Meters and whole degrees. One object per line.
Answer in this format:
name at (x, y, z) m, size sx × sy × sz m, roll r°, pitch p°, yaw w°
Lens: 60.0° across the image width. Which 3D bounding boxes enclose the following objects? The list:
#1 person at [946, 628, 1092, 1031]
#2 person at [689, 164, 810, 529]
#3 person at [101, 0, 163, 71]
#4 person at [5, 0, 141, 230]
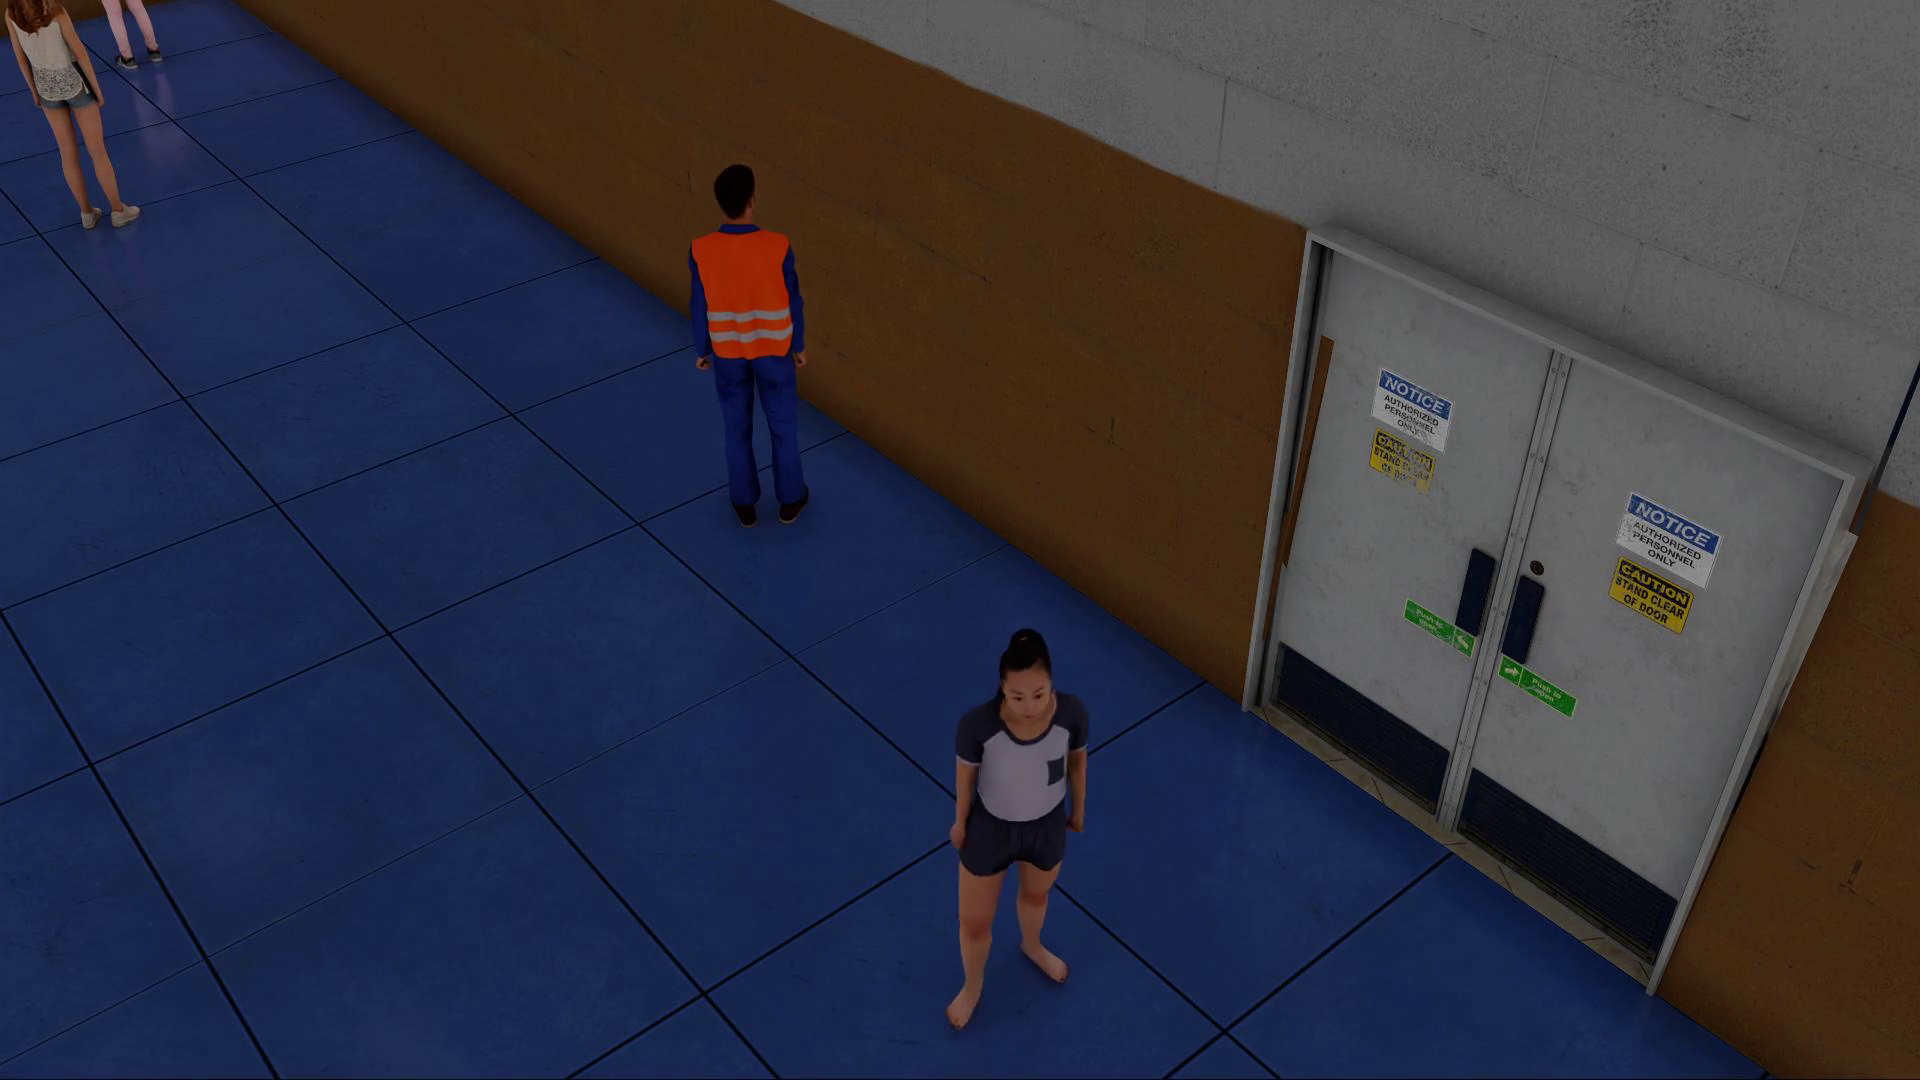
person at (0.189, 0.947, 5.642) m, size 0.685 × 1.644 × 0.818 m, roll -14°, pitch 39°, yaw -18°
person at (-0.991, -0.896, 7.916) m, size 0.760 × 1.862 × 0.849 m, roll -2°, pitch 37°, yaw -3°
person at (-6.605, -4.467, 12.923) m, size 0.444 × 1.563 × 0.587 m, roll -26°, pitch 44°, yaw -30°
person at (-5.692, -2.825, 10.571) m, size 0.633 × 1.759 × 0.722 m, roll -2°, pitch 37°, yaw -3°
